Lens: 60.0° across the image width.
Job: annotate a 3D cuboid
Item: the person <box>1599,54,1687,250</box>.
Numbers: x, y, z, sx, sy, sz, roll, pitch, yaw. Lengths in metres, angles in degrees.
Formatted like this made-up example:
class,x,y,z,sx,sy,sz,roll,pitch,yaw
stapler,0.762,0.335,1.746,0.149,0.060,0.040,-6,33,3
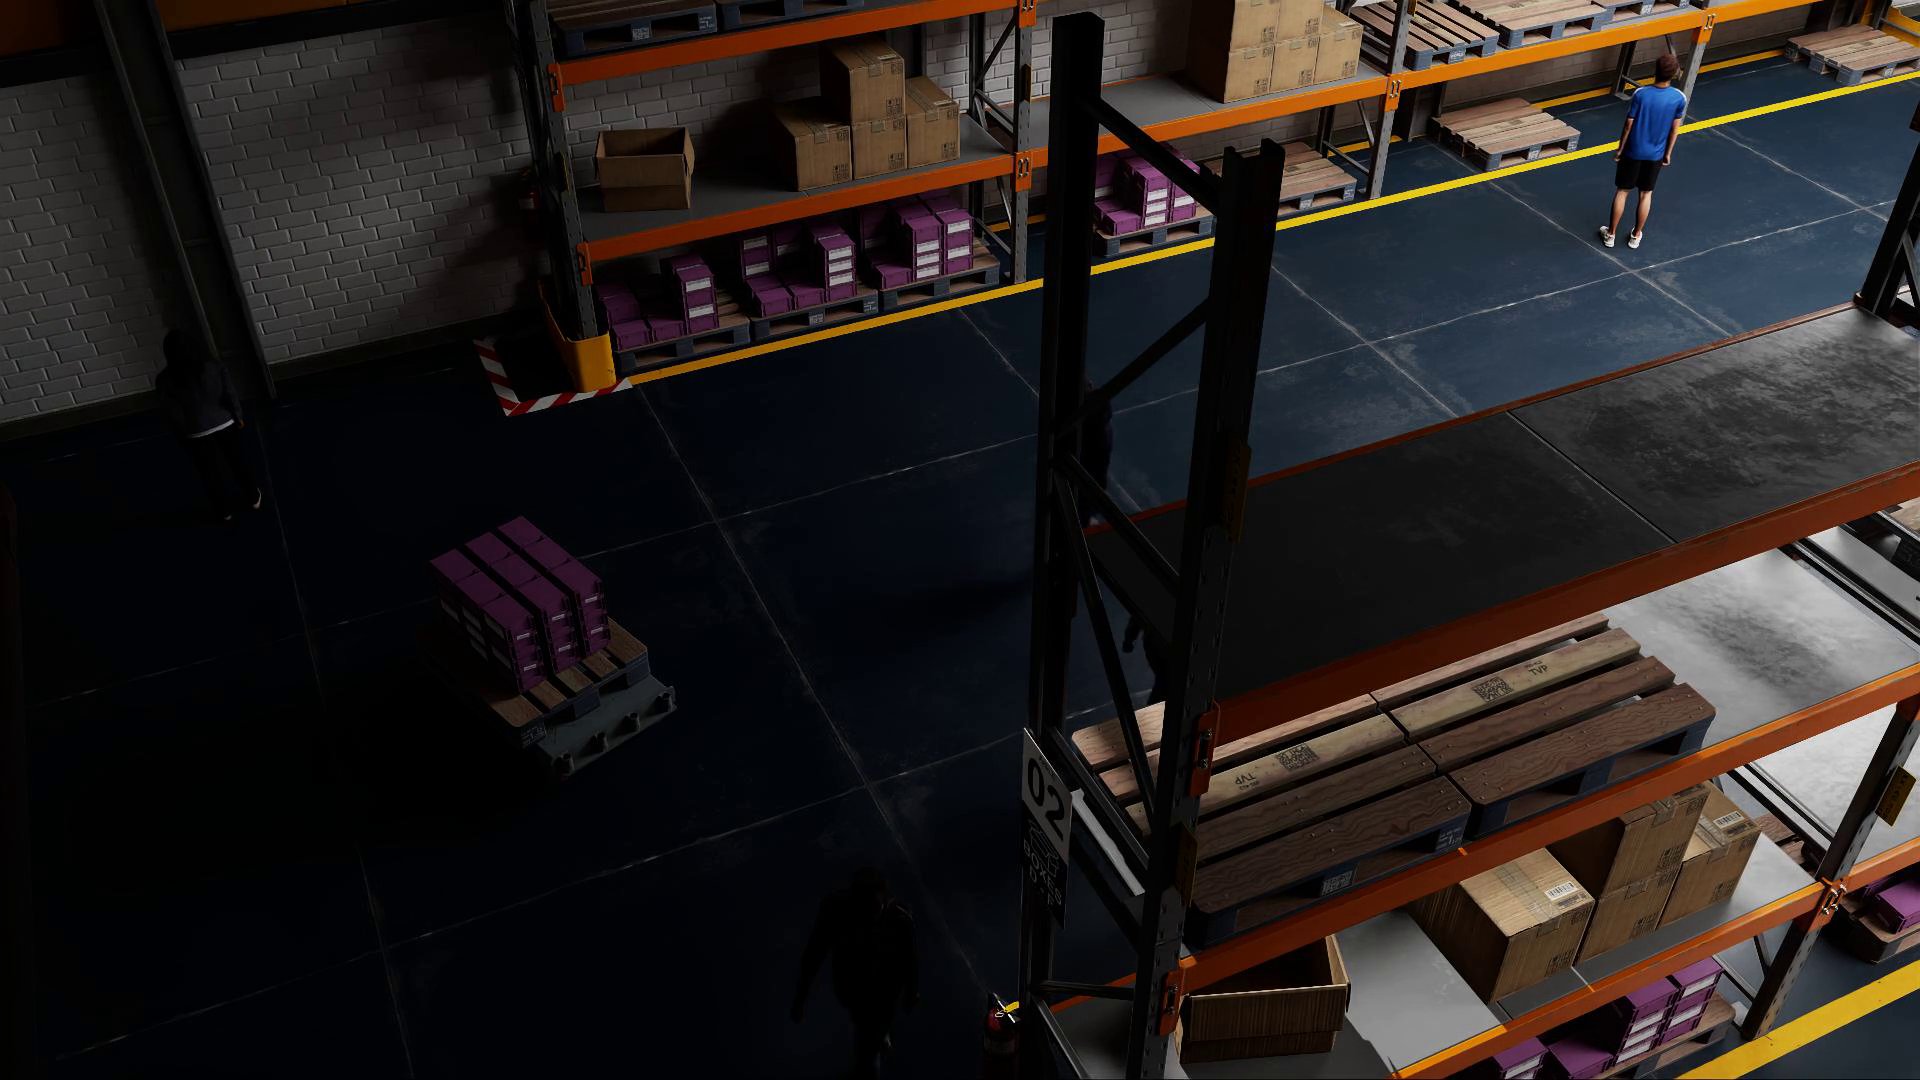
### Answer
class,x,y,z,sx,sy,sz,roll,pitch,yaw
person,6.363,-3.621,15.487,0.714,1.866,0.818,6,39,7

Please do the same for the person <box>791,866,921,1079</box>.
class,x,y,z,sx,sy,sz,roll,pitch,yaw
person,-0.420,2.147,8.324,1.016,1.790,1.093,19,42,22

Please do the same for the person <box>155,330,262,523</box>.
class,x,y,z,sx,sy,sz,roll,pitch,yaw
person,-5.540,-0.853,12.235,0.629,1.597,0.763,-22,44,-25
